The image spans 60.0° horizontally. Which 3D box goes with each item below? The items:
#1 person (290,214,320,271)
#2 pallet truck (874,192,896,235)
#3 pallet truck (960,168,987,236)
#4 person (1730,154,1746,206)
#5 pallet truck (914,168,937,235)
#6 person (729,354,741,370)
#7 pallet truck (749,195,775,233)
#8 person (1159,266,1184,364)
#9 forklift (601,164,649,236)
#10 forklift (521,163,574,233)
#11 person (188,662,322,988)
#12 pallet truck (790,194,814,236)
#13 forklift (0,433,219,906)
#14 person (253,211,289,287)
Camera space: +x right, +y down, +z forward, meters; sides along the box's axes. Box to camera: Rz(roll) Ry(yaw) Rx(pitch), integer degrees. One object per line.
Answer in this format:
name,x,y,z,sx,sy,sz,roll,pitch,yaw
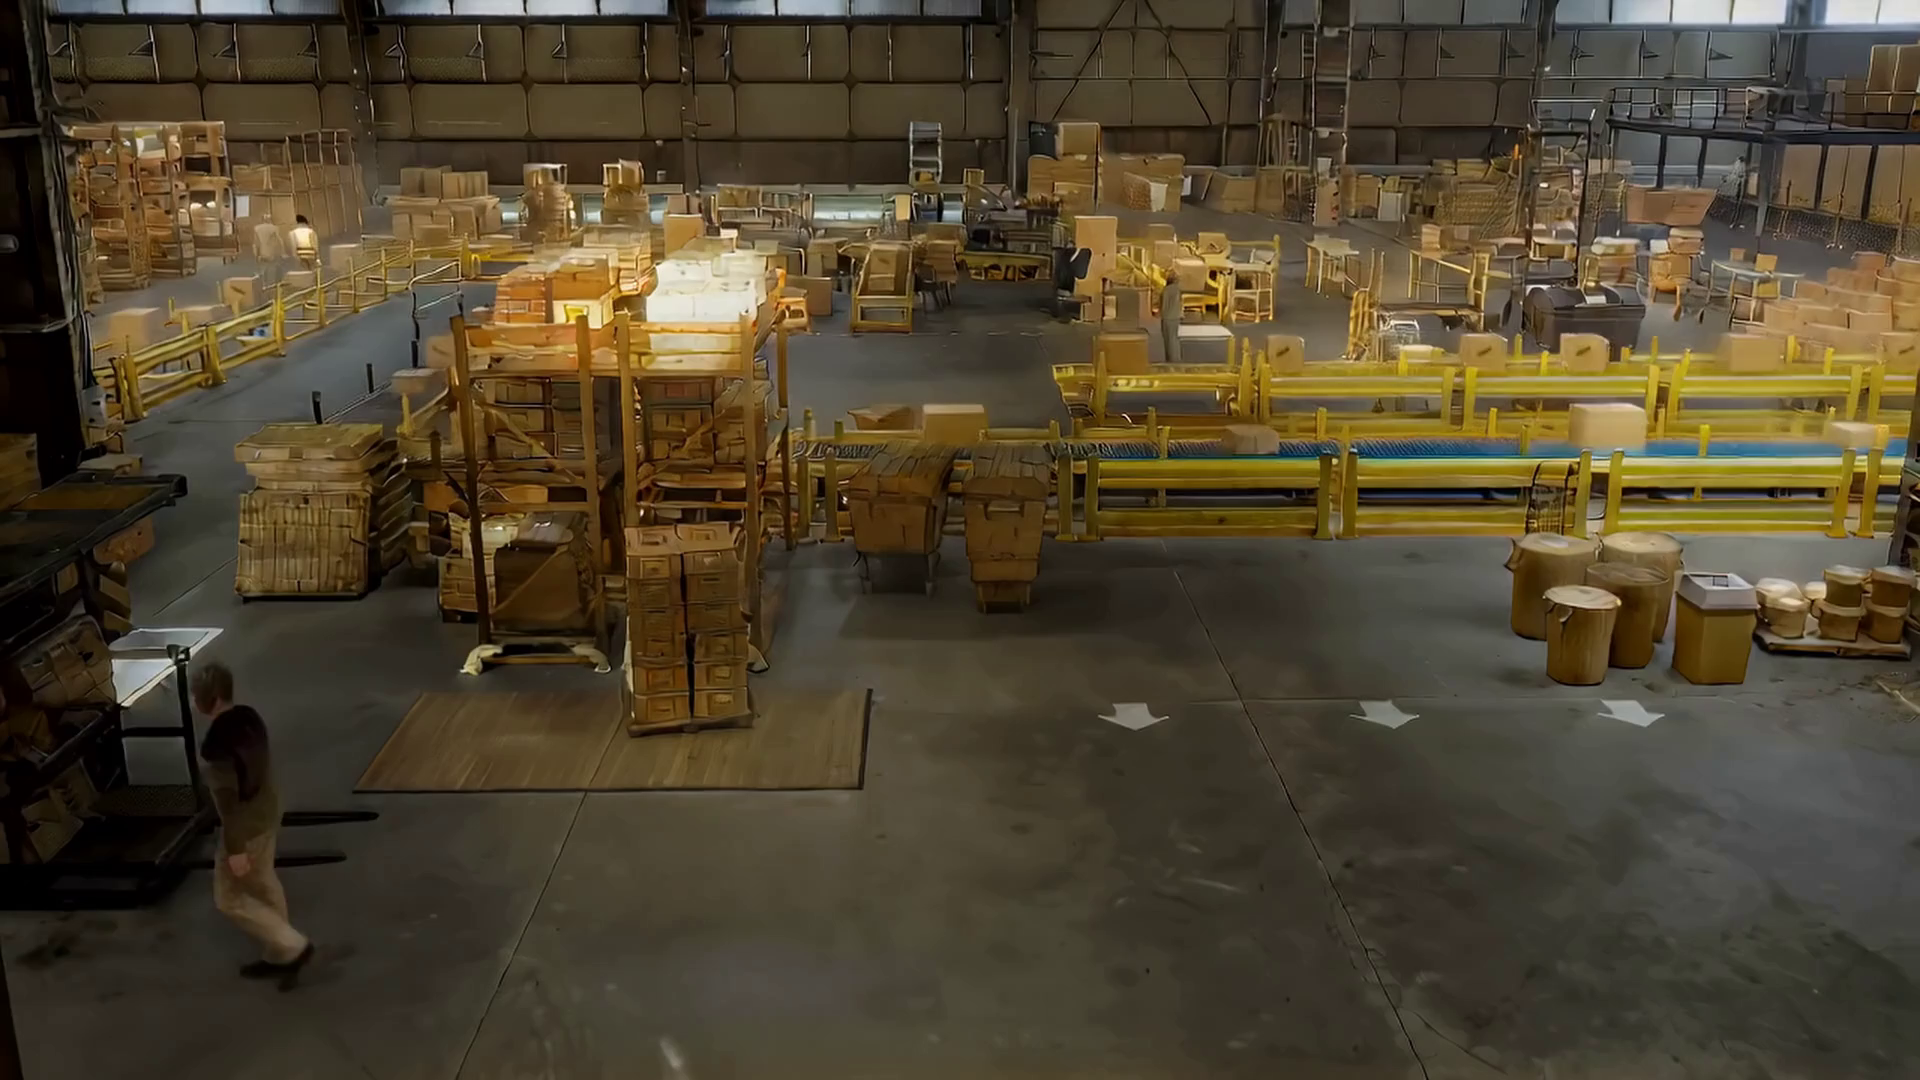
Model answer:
person,-14.501,-6.309,36.901,0.610,1.812,0.421,0,16,1
pallet truck,-2.277,-9.986,50.594,0.653,1.274,1.630,0,16,-1
pallet truck,0.383,-10.230,50.206,0.823,1.965,1.885,-1,16,-3
person,28.108,-13.028,60.163,0.600,1.868,0.458,-1,16,-3
pallet truck,-0.989,-10.316,50.507,0.823,1.965,1.885,1,16,3
person,-2.948,-1.633,20.885,0.727,1.668,0.557,-6,17,-19
pallet truck,-6.051,-9.967,50.660,0.680,1.201,1.601,0,16,-1
person,3.534,-3.706,27.947,0.533,1.765,0.330,-13,20,-37
forklift,-9.948,-10.127,49.296,1.157,1.987,2.680,-1,16,-3
forklift,-12.233,-10.122,49.298,1.157,1.987,2.680,0,16,-1
person,-3.943,1.597,9.259,0.530,1.911,0.650,-2,16,-6
pallet truck,-4.814,-9.883,50.259,0.704,1.261,1.522,-1,16,-3
forklift,-5.952,0.780,10.366,1.873,2.768,1.129,0,16,-1
person,-15.348,-6.422,37.216,0.653,1.858,0.927,4,17,14
